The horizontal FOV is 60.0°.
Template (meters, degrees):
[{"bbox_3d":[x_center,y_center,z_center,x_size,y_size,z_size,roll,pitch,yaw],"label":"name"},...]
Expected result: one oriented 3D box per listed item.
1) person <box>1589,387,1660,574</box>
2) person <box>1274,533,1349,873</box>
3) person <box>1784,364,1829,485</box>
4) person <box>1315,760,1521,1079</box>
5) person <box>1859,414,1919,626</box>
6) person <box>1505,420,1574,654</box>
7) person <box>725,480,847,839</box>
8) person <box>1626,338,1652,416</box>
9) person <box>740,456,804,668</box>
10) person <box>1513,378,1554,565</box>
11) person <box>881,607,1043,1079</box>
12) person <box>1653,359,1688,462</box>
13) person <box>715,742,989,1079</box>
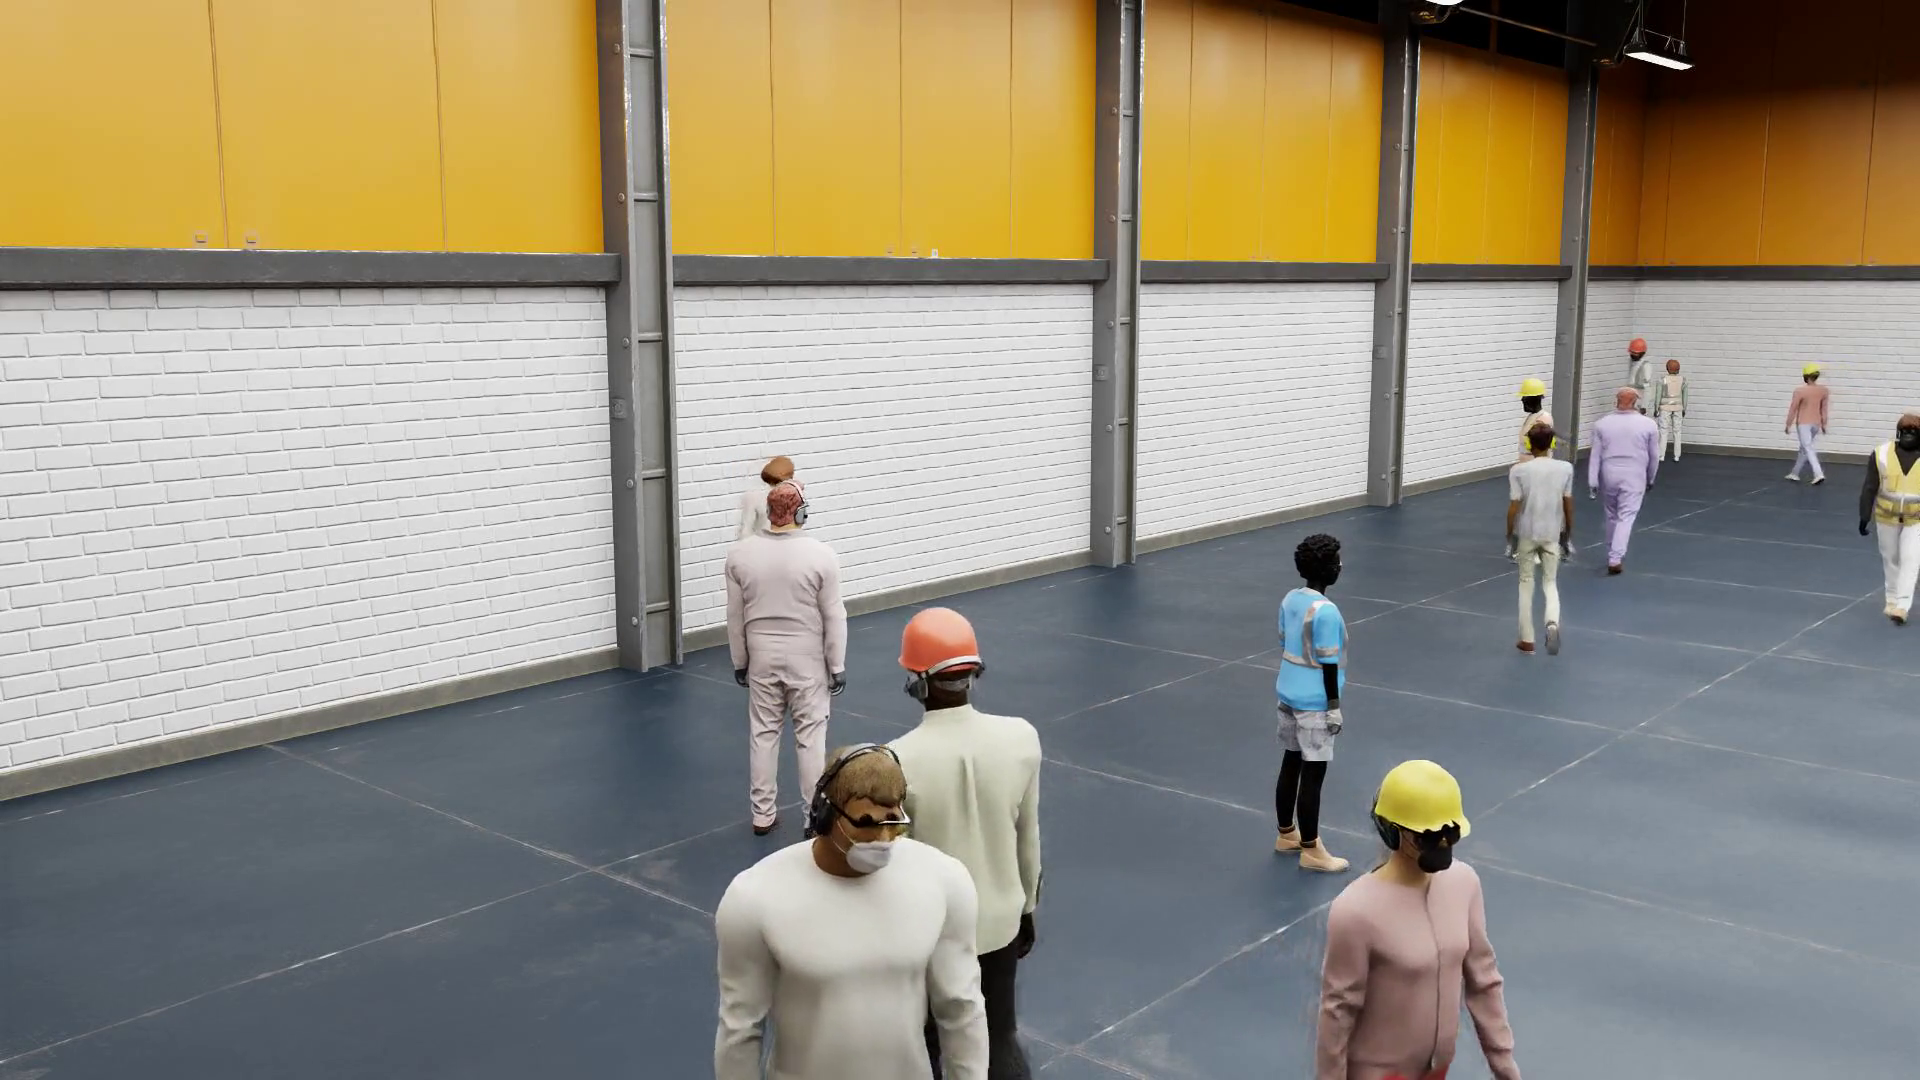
[{"bbox_3d":[6.680,-0.602,16.764,0.619,1.863,0.981,7,11,37],"label":"person"},{"bbox_3d":[1.767,0.808,8.357,0.321,1.697,0.530,-2,9,-12],"label":"person"},{"bbox_3d":[12.125,-1.655,23.738,0.533,1.724,0.905,-2,9,-10],"label":"person"},{"bbox_3d":[1.228,1.422,4.442,0.526,1.720,0.908,-6,11,-34],"label":"person"},{"bbox_3d":[8.087,-0.182,14.288,0.650,1.786,0.973,7,11,38],"label":"person"},{"bbox_3d":[4.525,-0.002,12.949,0.538,1.858,0.582,1,9,6],"label":"person"},{"bbox_3d":[-0.899,0.632,8.807,0.652,1.906,0.408,2,9,15],"label":"person"},{"bbox_3d":[10.813,-2.215,26.430,0.731,1.992,0.680,-1,9,-8],"label":"person"},{"bbox_3d":[-1.477,0.168,12.693,0.623,1.597,0.318,-5,10,-30],"label":"person"},{"bbox_3d":[5.898,-0.701,17.125,0.384,1.923,0.590,1,9,4],"label":"person"},{"bbox_3d":[0.013,1.191,5.093,0.624,1.974,0.788,-4,10,-22],"label":"person"},{"bbox_3d":[11.335,-2.057,26.530,0.518,1.640,0.307,0,9,2],"label":"person"},{"bbox_3d":[-0.246,1.405,3.958,0.628,1.911,0.491,-3,10,-19],"label":"person"}]
